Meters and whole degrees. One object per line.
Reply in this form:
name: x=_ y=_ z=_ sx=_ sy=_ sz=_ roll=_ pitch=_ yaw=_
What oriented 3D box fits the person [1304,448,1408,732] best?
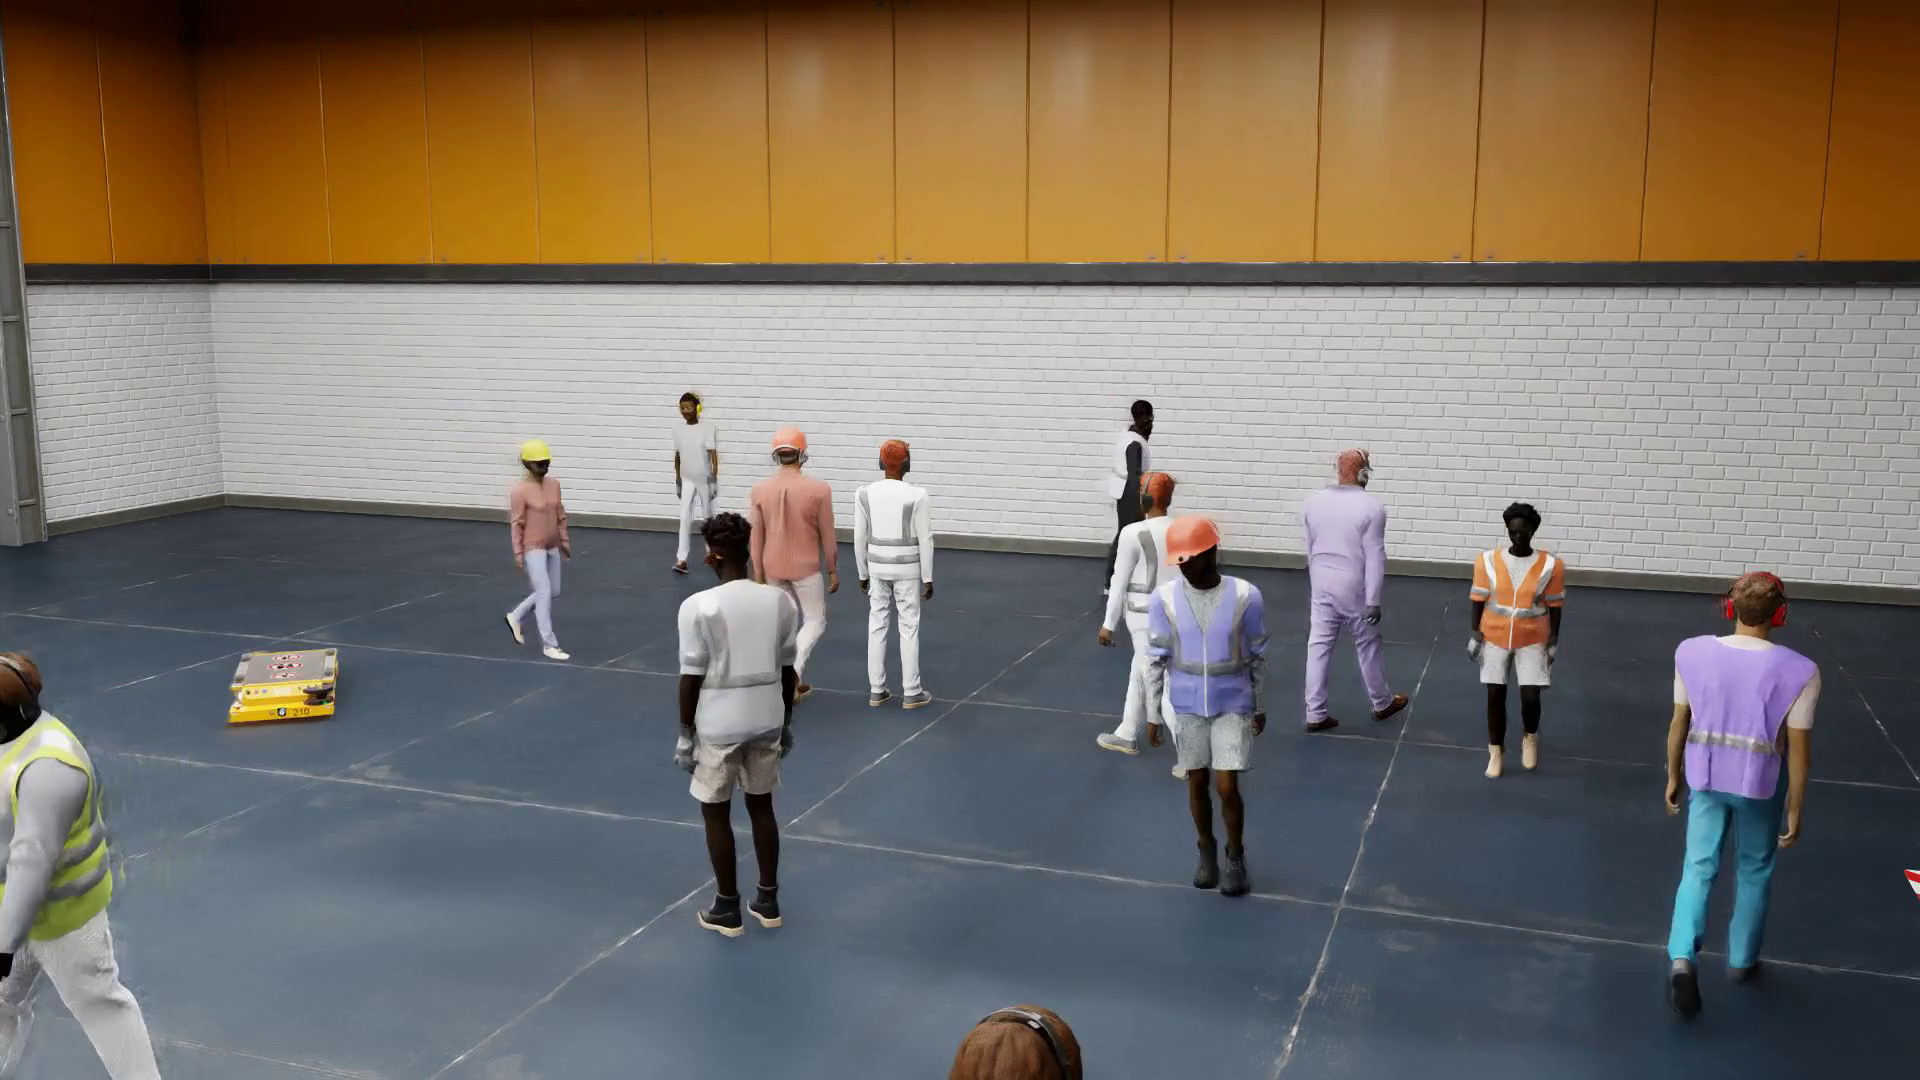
person: x=2.647 y=0.319 z=11.105 sx=0.933 sy=1.864 sz=0.679 roll=-8 pitch=12 yaw=-41

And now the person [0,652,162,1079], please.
person: x=-3.162 y=1.257 z=5.552 sx=0.636 sy=1.785 sz=0.921 roll=9 pitch=13 yaw=43

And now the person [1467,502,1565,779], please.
person: x=3.303 y=0.609 z=9.917 sx=0.539 sy=1.686 sz=0.362 roll=4 pitch=10 yaw=25

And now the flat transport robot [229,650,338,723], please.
flat transport robot: x=-4.782 y=1.005 z=11.805 sx=0.652 sy=0.197 sz=1.431 roll=-3 pitch=10 yaw=-19

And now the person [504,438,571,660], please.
person: x=-3.367 y=0.056 z=13.142 sx=0.673 sy=1.745 sz=0.531 roll=5 pitch=10 yaw=26

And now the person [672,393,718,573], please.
person: x=-2.679 y=-0.590 z=16.922 sx=0.540 sy=1.818 sz=0.983 roll=1 pitch=9 yaw=9

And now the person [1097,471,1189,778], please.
person: x=1.207 y=0.496 z=10.146 sx=0.578 sy=1.844 sz=0.992 roll=-8 pitch=12 yaw=-40

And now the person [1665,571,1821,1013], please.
person: x=3.196 y=1.030 z=6.876 sx=0.577 sy=1.819 sz=0.860 roll=7 pitch=11 yaw=36

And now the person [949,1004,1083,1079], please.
person: x=0.100 y=1.675 z=2.814 sx=0.619 sy=1.838 sz=0.430 roll=2 pitch=9 yaw=12

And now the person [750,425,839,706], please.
person: x=-1.174 y=0.199 z=11.528 sx=0.618 sy=1.976 sz=0.676 roll=3 pitch=10 yaw=17

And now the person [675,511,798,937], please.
person: x=-1.024 y=0.839 z=7.653 sx=0.617 sy=1.942 sz=0.453 roll=-7 pitch=12 yaw=-38

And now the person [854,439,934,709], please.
person: x=-0.449 y=0.238 z=11.585 sx=0.580 sy=1.883 sz=0.352 roll=3 pitch=10 yaw=20

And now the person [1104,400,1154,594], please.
person: x=1.555 y=-0.374 z=15.411 sx=0.440 sy=1.870 sz=0.745 roll=0 pitch=9 yaw=1

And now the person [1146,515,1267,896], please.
person: x=1.190 y=0.798 z=8.069 sx=0.558 sy=1.889 sz=0.601 roll=3 pitch=10 yaw=17
